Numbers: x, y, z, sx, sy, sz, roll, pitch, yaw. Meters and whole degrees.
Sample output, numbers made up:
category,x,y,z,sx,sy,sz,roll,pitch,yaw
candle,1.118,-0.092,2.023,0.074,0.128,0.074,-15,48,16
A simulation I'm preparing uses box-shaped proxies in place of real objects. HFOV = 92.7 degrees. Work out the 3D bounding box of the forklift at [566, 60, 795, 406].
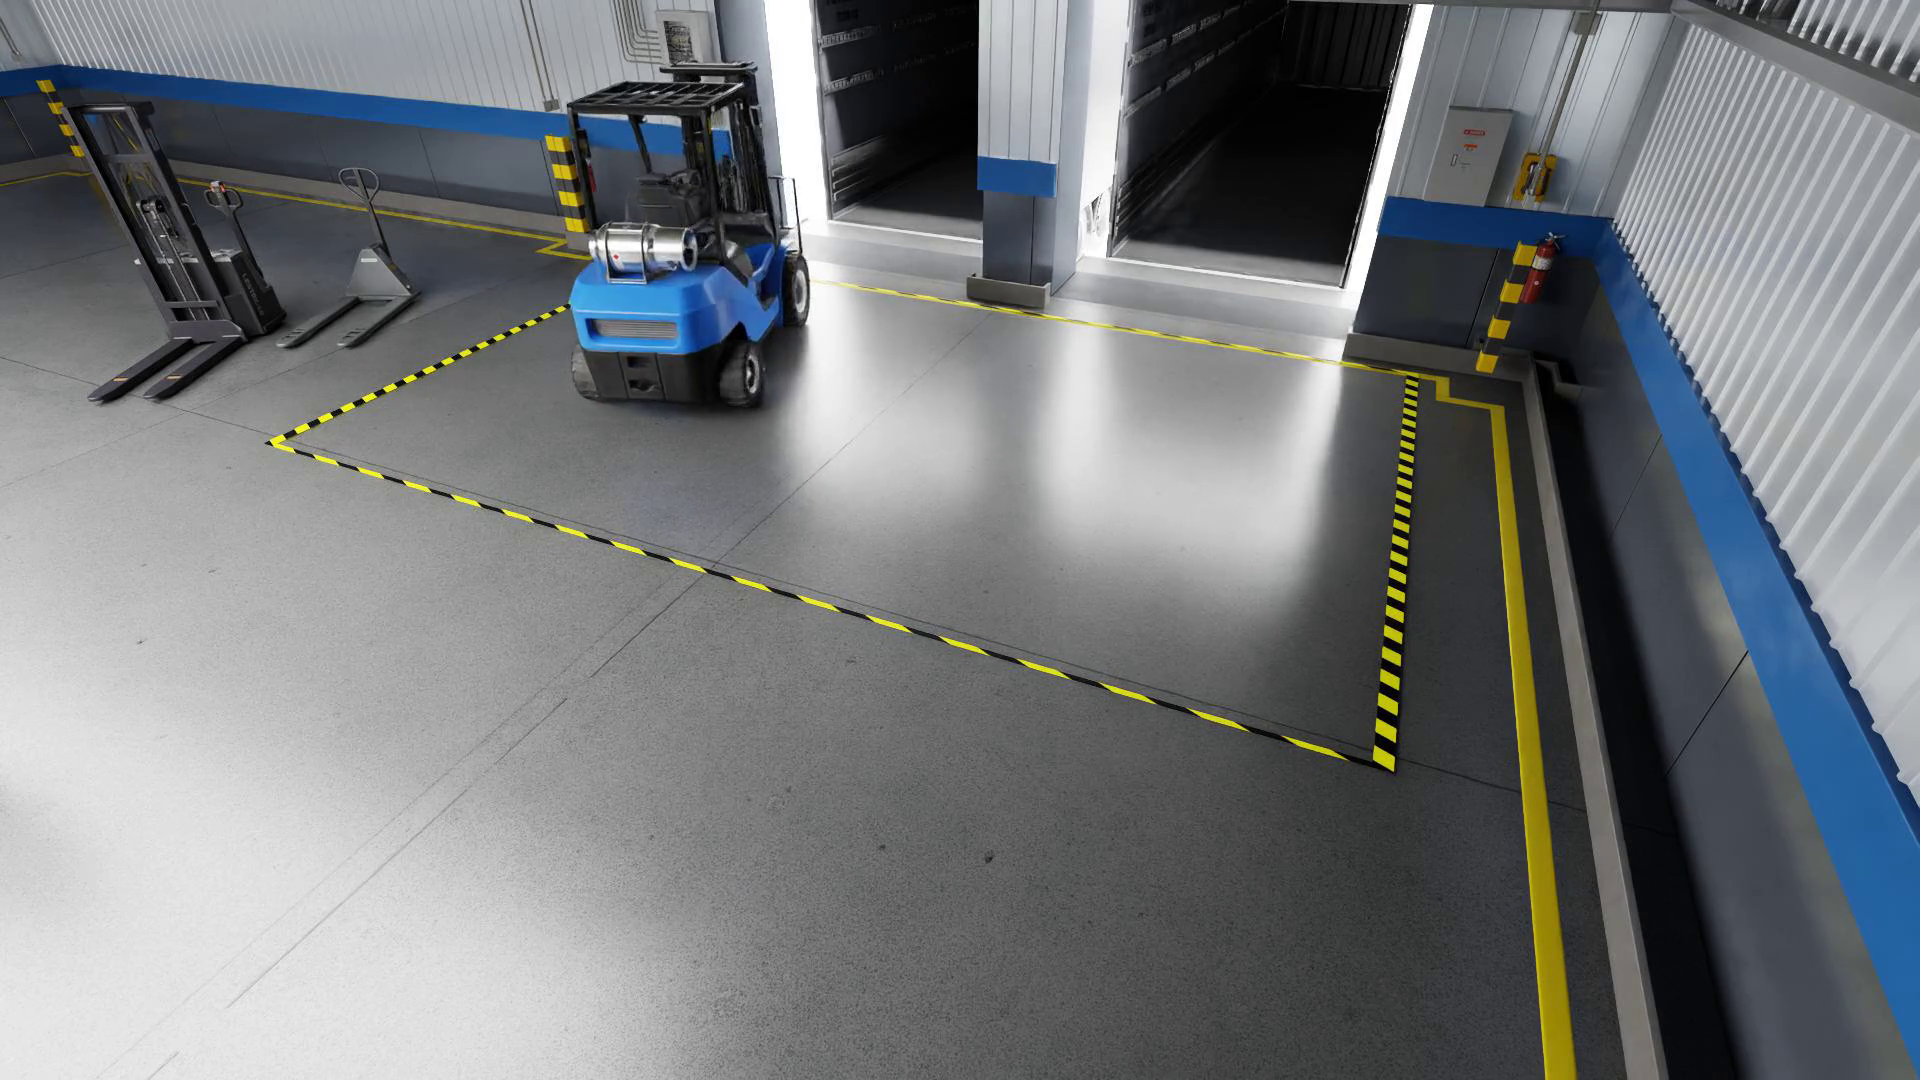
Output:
category,x,y,z,sx,sy,sz,roll,pitch,yaw
forklift,-2.182,-2.553,7.358,1.157,2.036,2.680,3,35,5

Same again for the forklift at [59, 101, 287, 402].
category,x,y,z,sx,sy,sz,roll,pitch,yaw
forklift,-6.686,-2.387,7.434,0.823,1.965,1.885,-3,35,-5

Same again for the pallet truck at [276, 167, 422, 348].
category,x,y,z,sx,sy,sz,roll,pitch,yaw
pallet truck,-5.732,-2.611,8.414,0.680,1.201,1.601,-1,35,-1
